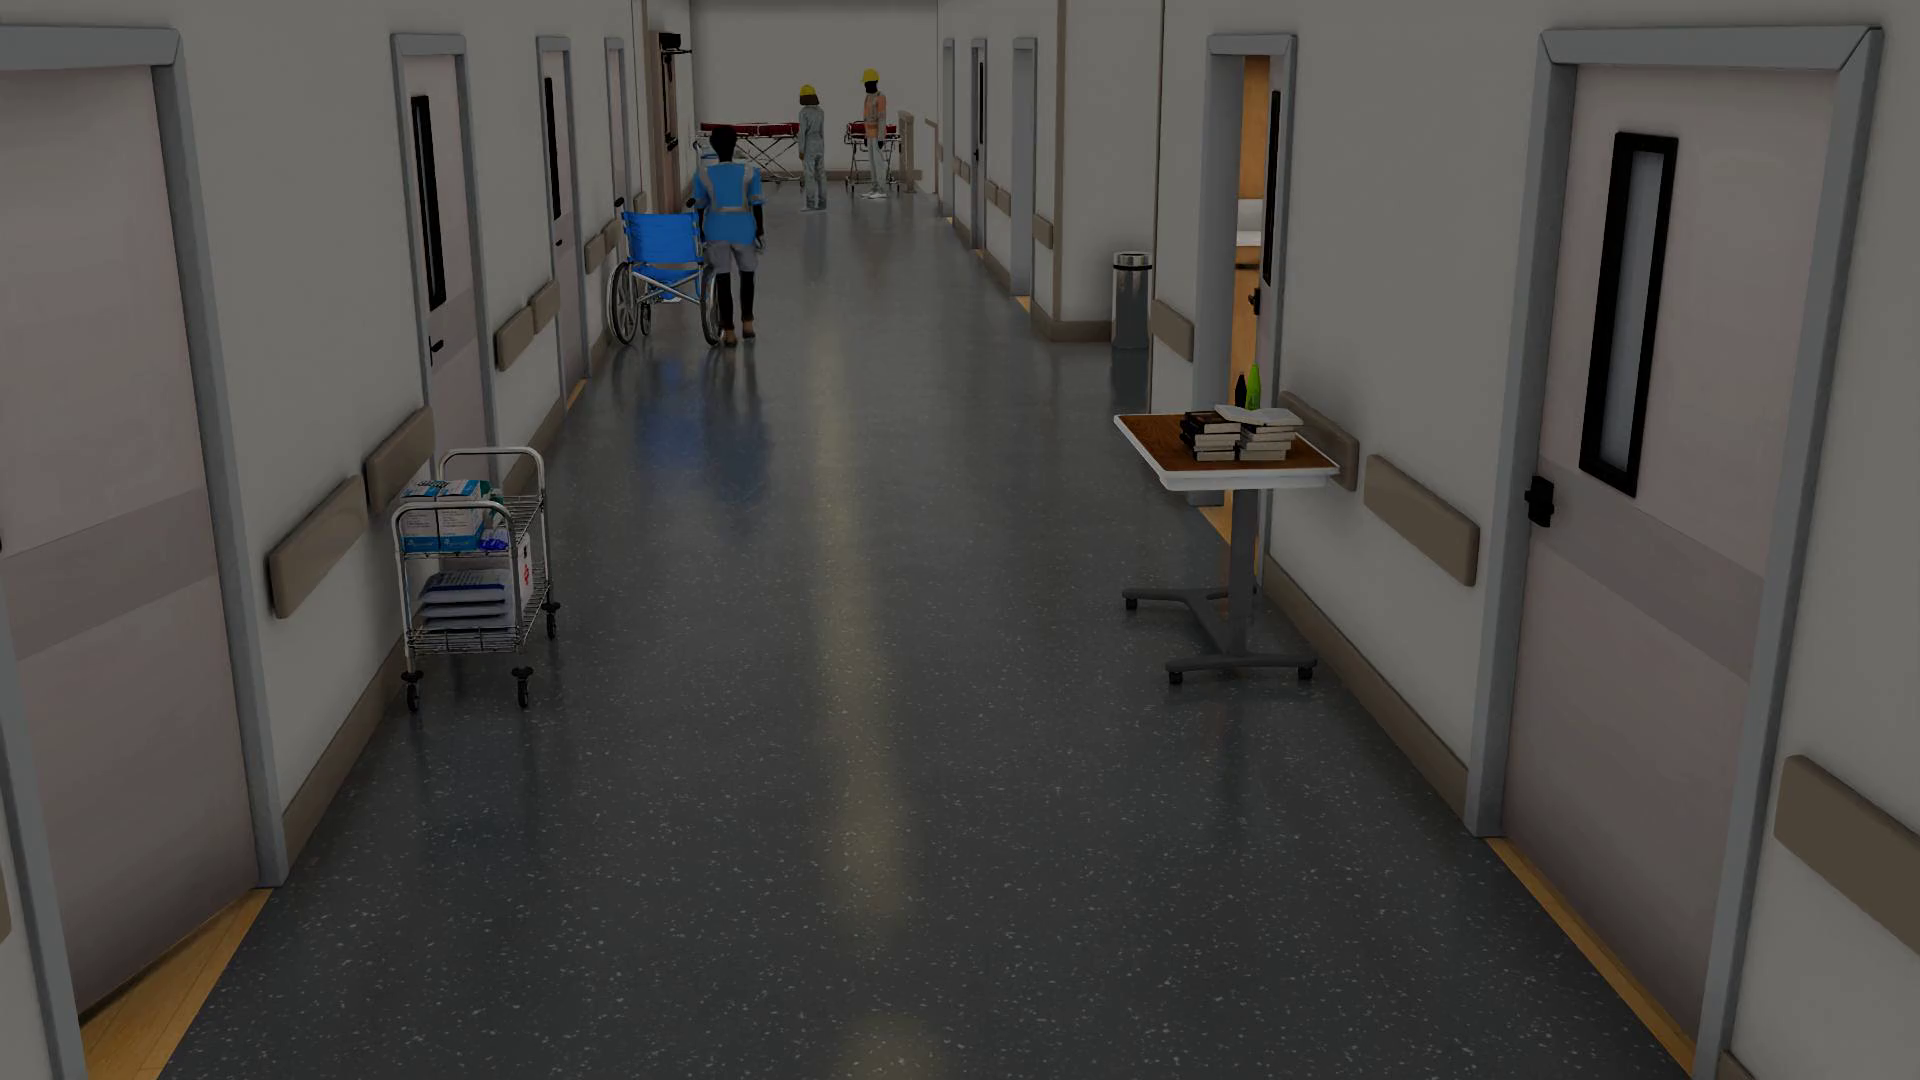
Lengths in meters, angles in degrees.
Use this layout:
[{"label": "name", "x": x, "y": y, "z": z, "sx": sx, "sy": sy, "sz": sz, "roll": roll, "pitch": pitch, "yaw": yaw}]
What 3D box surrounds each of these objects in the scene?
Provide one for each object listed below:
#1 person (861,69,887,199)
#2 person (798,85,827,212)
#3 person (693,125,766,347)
[{"label": "person", "x": -1.313, "y": -6.158, "z": 25.247, "sx": 0.394, "sy": 1.918, "sz": 0.585, "roll": -8, "pitch": 18, "yaw": -25}, {"label": "person", "x": -2.094, "y": -5.465, "z": 23.243, "sx": 0.312, "sy": 1.739, "sz": 0.485, "roll": 13, "pitch": 21, "yaw": 37}, {"label": "person", "x": -1.803, "y": -2.377, "z": 12.993, "sx": 0.559, "sy": 1.676, "sz": 0.604, "roll": -2, "pitch": 17, "yaw": -8}]
